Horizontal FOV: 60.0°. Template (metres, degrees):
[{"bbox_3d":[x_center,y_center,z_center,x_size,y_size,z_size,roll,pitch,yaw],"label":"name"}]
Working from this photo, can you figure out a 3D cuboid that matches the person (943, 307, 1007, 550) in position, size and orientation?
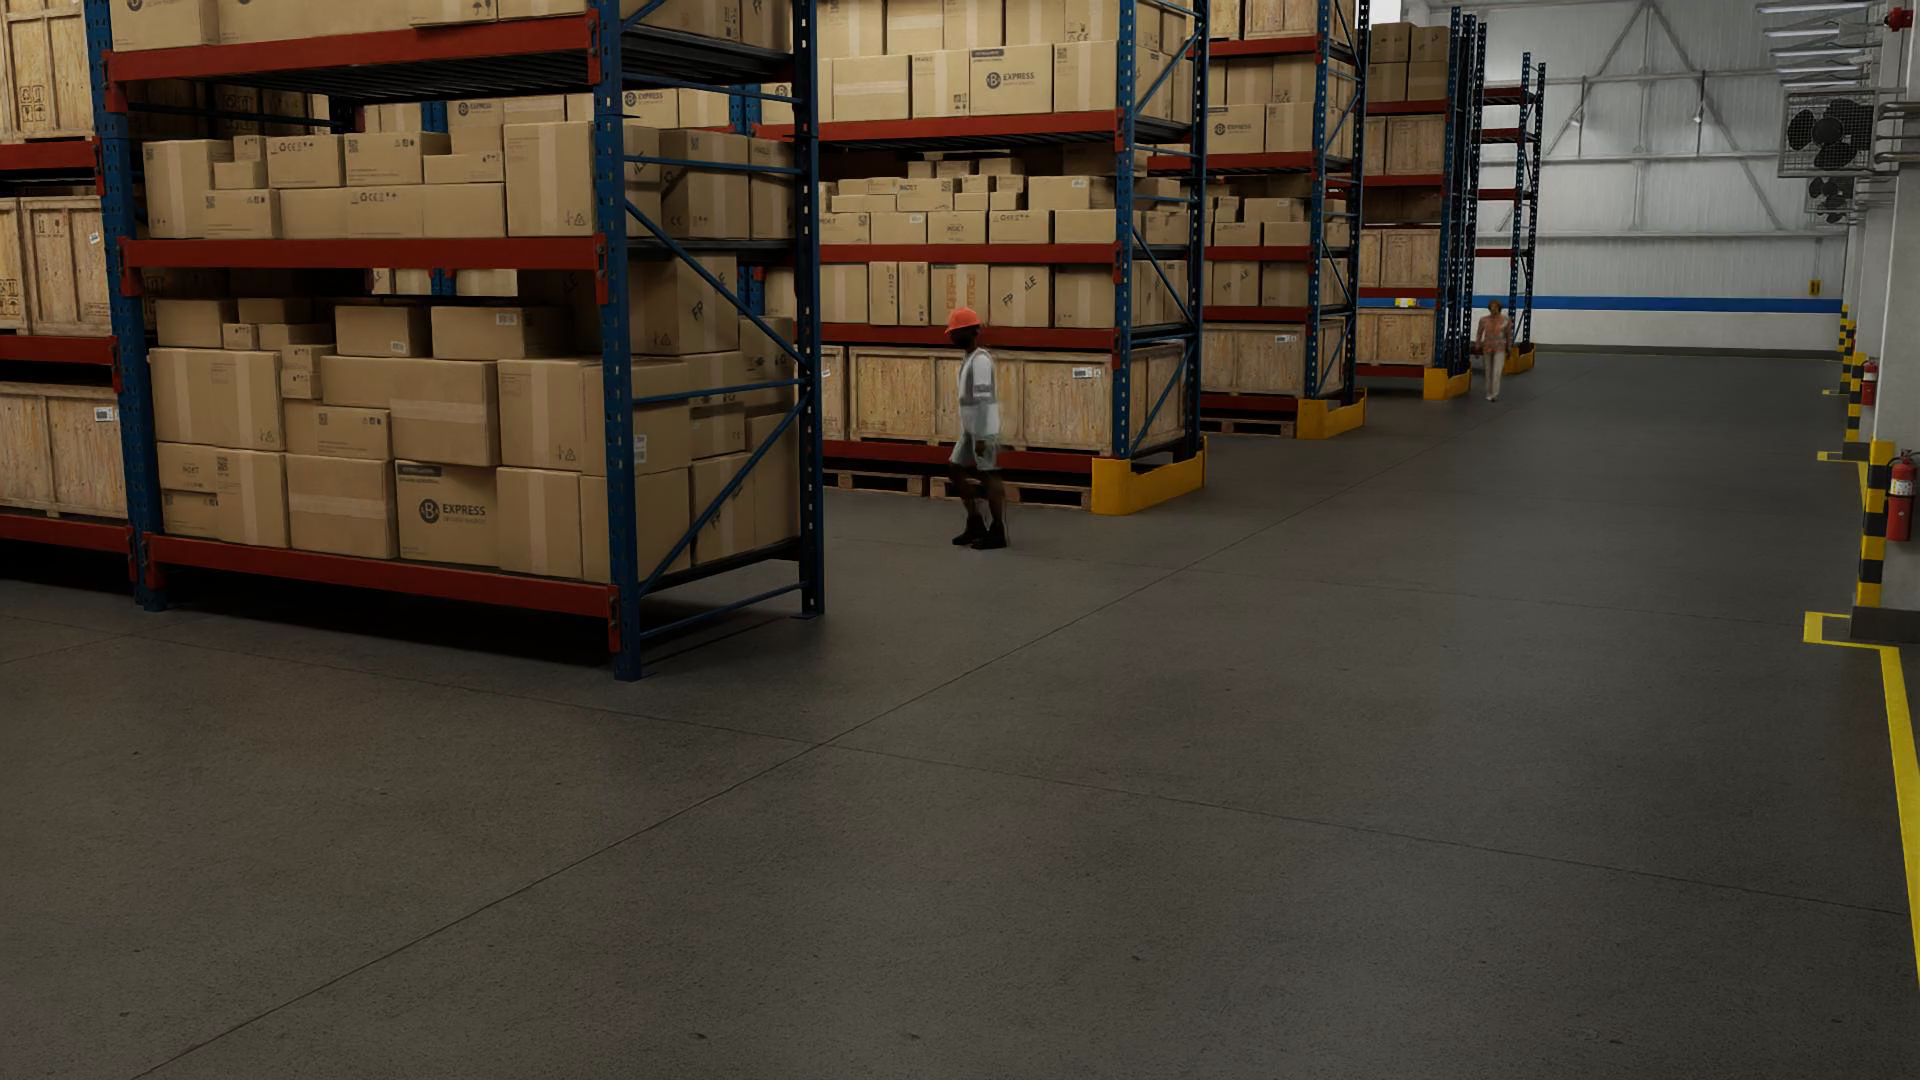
[{"bbox_3d":[0.122,-0.865,13.080,0.560,1.899,0.666,-2,10,-13],"label":"person"}]

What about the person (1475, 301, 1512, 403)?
[{"bbox_3d":[8.370,-2.964,26.134,0.535,1.588,0.875,5,11,26],"label":"person"}]

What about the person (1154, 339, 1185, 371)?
[{"bbox_3d":[2.463,-1.988,20.081,0.574,1.732,0.552,-3,10,-19],"label":"person"}]
